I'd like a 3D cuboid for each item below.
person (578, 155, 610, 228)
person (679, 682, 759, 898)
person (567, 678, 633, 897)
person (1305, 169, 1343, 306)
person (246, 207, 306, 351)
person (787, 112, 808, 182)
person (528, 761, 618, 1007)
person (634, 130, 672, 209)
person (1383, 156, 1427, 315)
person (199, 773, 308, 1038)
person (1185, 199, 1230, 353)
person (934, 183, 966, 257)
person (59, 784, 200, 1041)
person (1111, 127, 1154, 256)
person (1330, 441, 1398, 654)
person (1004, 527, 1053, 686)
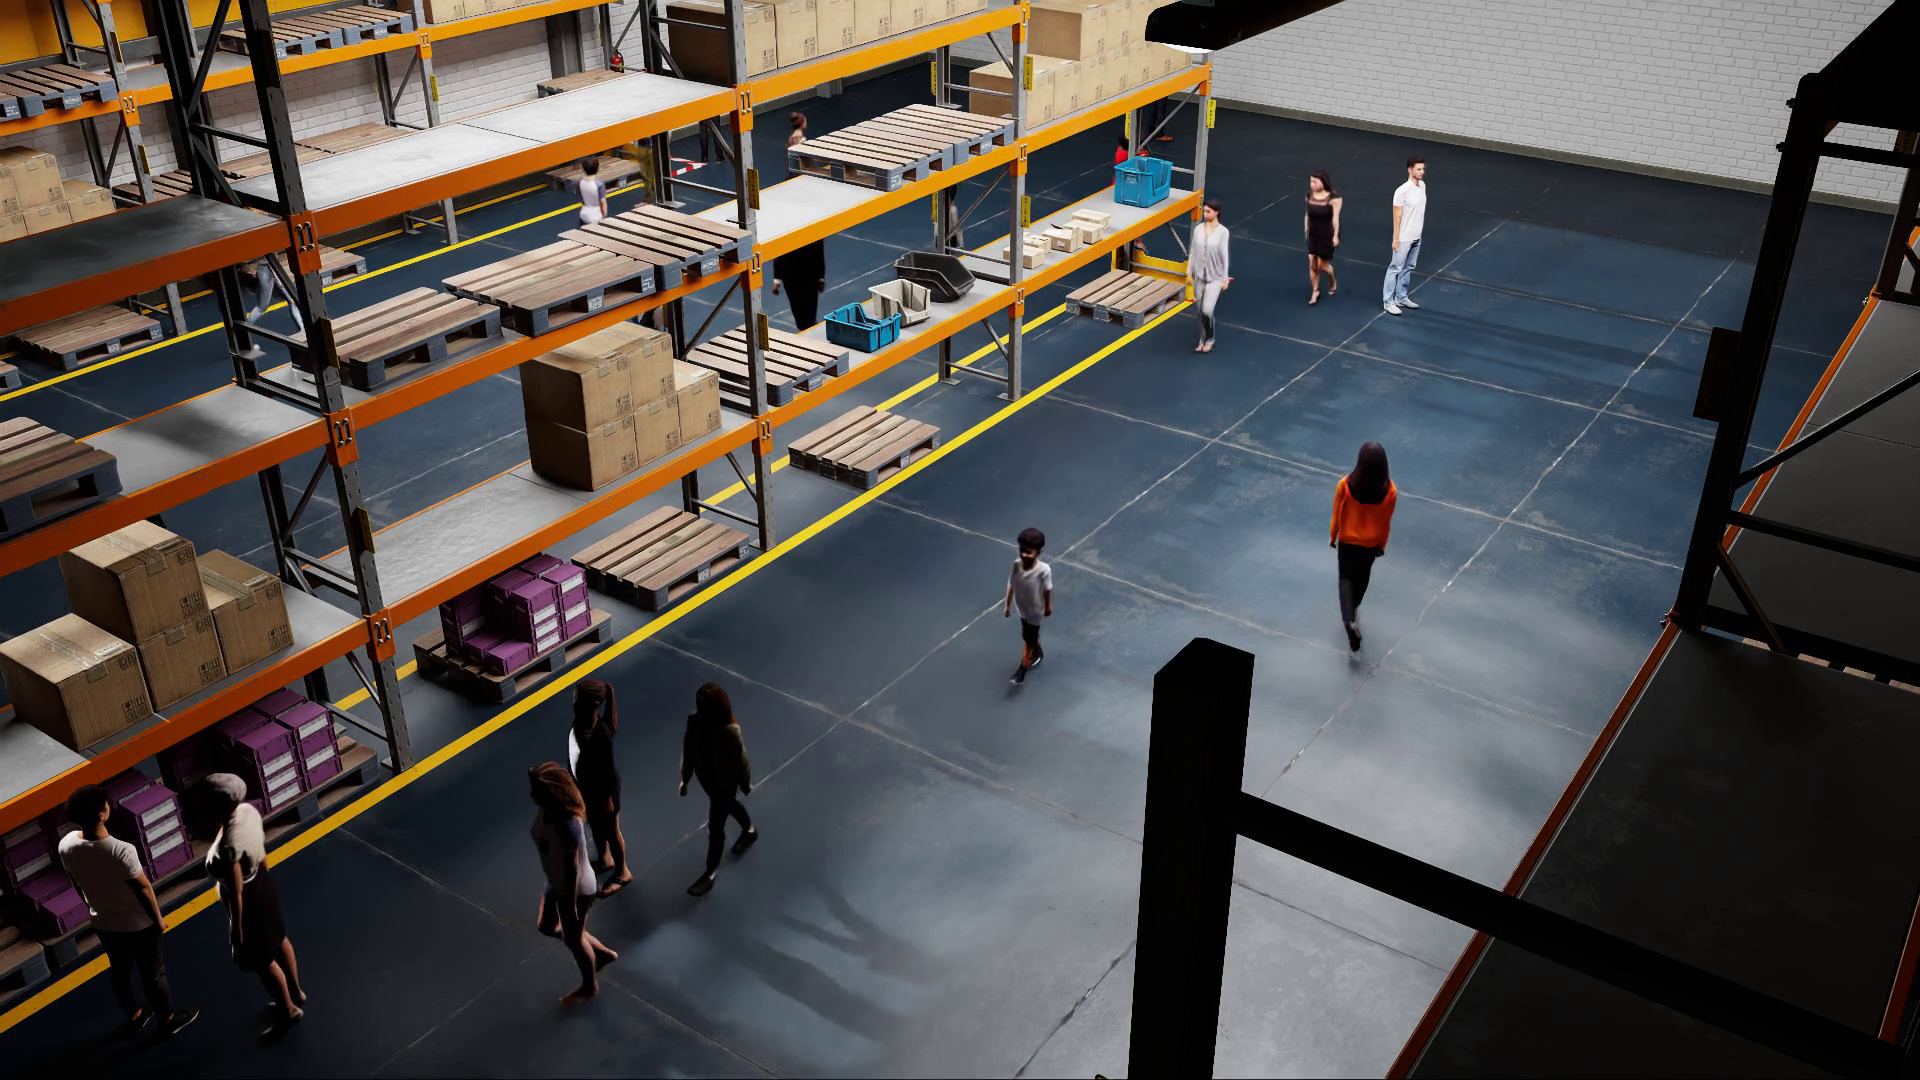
[{"bbox_3d":[-4.584,-3.992,20.694,0.676,1.548,0.823,9,30,17],"label":"person"},{"bbox_3d":[-1.513,1.508,10.724,0.576,1.439,0.959,18,34,30],"label":"person"},{"bbox_3d":[-2.297,1.536,10.553,0.602,1.555,0.583,-24,37,-37],"label":"person"},{"bbox_3d":[4.375,-3.620,19.860,0.848,1.694,0.752,-25,38,-38],"label":"person"},{"bbox_3d":[-7.777,-2.916,18.511,1.265,1.750,1.026,-12,31,-21],"label":"person"},{"bbox_3d":[-2.168,-4.826,22.096,0.657,1.669,0.657,-20,35,-33],"label":"person"},{"bbox_3d":[-2.172,1.958,9.612,0.782,1.716,0.738,-15,32,-25],"label":"person"},{"bbox_3d":[-4.325,-5.455,23.123,0.894,1.791,0.744,14,32,24],"label":"person"},{"bbox_3d":[5.301,-3.626,19.692,0.590,1.865,0.789,-22,36,-35],"label":"person"},{"bbox_3d":[-3.961,2.066,9.380,0.771,1.748,0.701,-5,29,-9],"label":"person"},{"bbox_3d":[2.816,-2.954,18.574,0.616,1.757,0.619,19,34,31],"label":"person"},{"bbox_3d":[-0.209,-3.591,20.037,0.627,1.474,0.626,-22,35,-34],"label":"person"},{"bbox_3d":[-4.720,2.094,9.355,0.696,1.722,0.670,6,29,11],"label":"person"},{"bbox_3d":[1.968,-4.391,21.276,1.092,1.691,1.114,-2,29,-3],"label":"person"},{"bbox_3d":[3.158,0.067,13.073,0.978,1.720,1.198,2,29,5],"label":"person"},{"bbox_3d":[0.570,0.458,12.867,0.546,1.232,0.832,15,32,25],"label":"person"}]
